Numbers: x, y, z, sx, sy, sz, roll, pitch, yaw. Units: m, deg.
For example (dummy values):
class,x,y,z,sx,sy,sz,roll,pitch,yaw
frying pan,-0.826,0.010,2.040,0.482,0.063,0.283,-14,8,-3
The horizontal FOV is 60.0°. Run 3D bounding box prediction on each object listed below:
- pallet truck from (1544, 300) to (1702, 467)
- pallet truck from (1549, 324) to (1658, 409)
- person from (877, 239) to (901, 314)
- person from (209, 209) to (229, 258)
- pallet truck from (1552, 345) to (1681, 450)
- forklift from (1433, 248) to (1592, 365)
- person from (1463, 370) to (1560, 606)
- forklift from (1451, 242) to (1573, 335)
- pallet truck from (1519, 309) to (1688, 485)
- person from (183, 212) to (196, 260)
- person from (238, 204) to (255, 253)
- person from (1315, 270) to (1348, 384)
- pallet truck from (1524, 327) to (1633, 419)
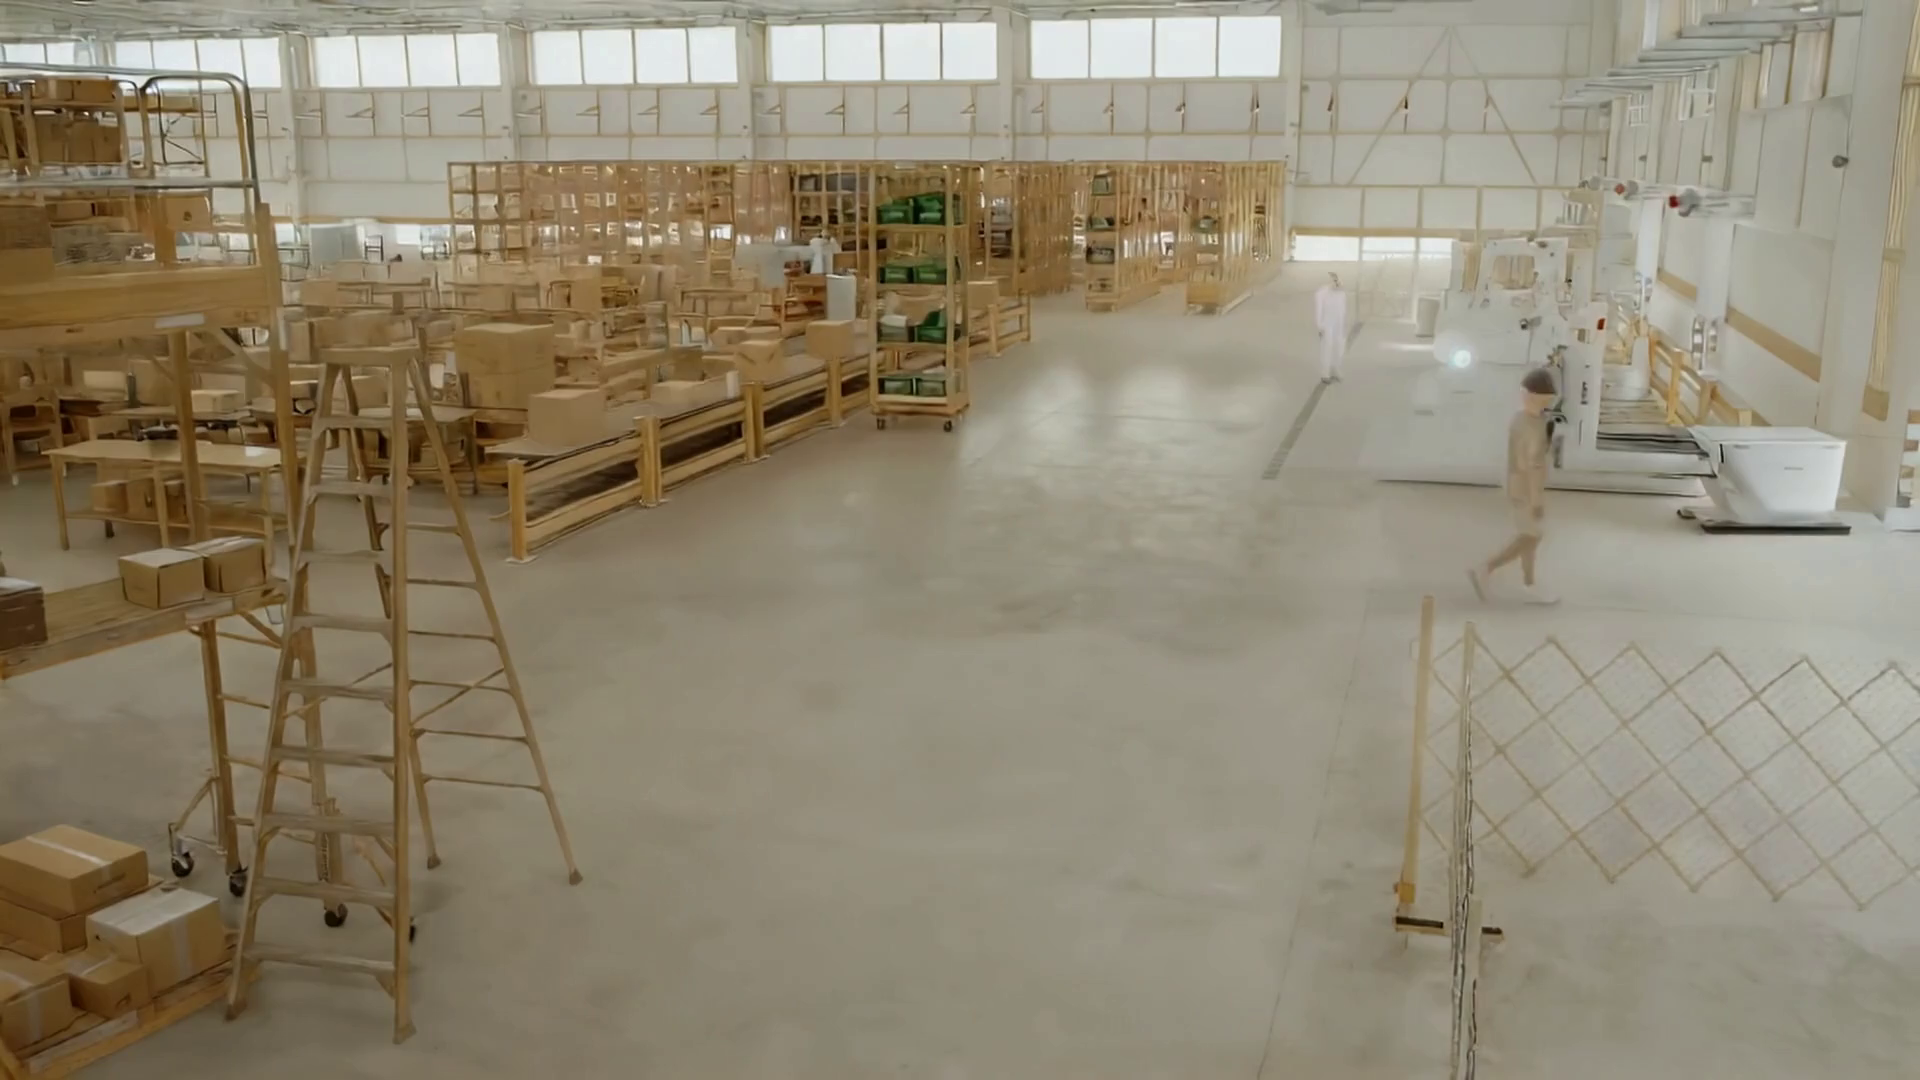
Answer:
class,x,y,z,sx,sy,sz,roll,pitch,yaw
pallet truck,8.263,-1.952,20.631,1.885,1.965,0.823,5,14,20
pallet truck,9.824,-2.669,25.407,1.601,1.201,0.680,4,14,16
person,-1.718,-6.363,40.067,0.586,1.824,0.403,-5,14,-19
person,-26.114,-10.695,58.602,0.620,1.897,0.956,-3,13,-12
pallet truck,8.641,-1.896,21.908,1.630,1.274,0.653,4,14,16
forklift,9.780,-4.111,29.280,2.680,1.987,1.157,3,13,14
person,4.690,-0.415,13.932,0.764,2.027,0.625,0,13,2
forklift,10.464,-4.597,31.405,2.680,1.987,1.157,4,14,16
pallet truck,7.554,-1.677,19.446,1.885,1.965,0.823,3,13,14
person,-27.765,-10.933,59.929,0.524,1.769,0.315,4,14,19
person,-27.150,-11.817,63.381,0.615,1.948,1.038,-8,15,-32
person,6.210,-3.547,27.756,0.646,1.891,0.446,-5,14,-19
pallet truck,9.065,-2.460,24.370,1.522,1.261,0.704,3,13,14
